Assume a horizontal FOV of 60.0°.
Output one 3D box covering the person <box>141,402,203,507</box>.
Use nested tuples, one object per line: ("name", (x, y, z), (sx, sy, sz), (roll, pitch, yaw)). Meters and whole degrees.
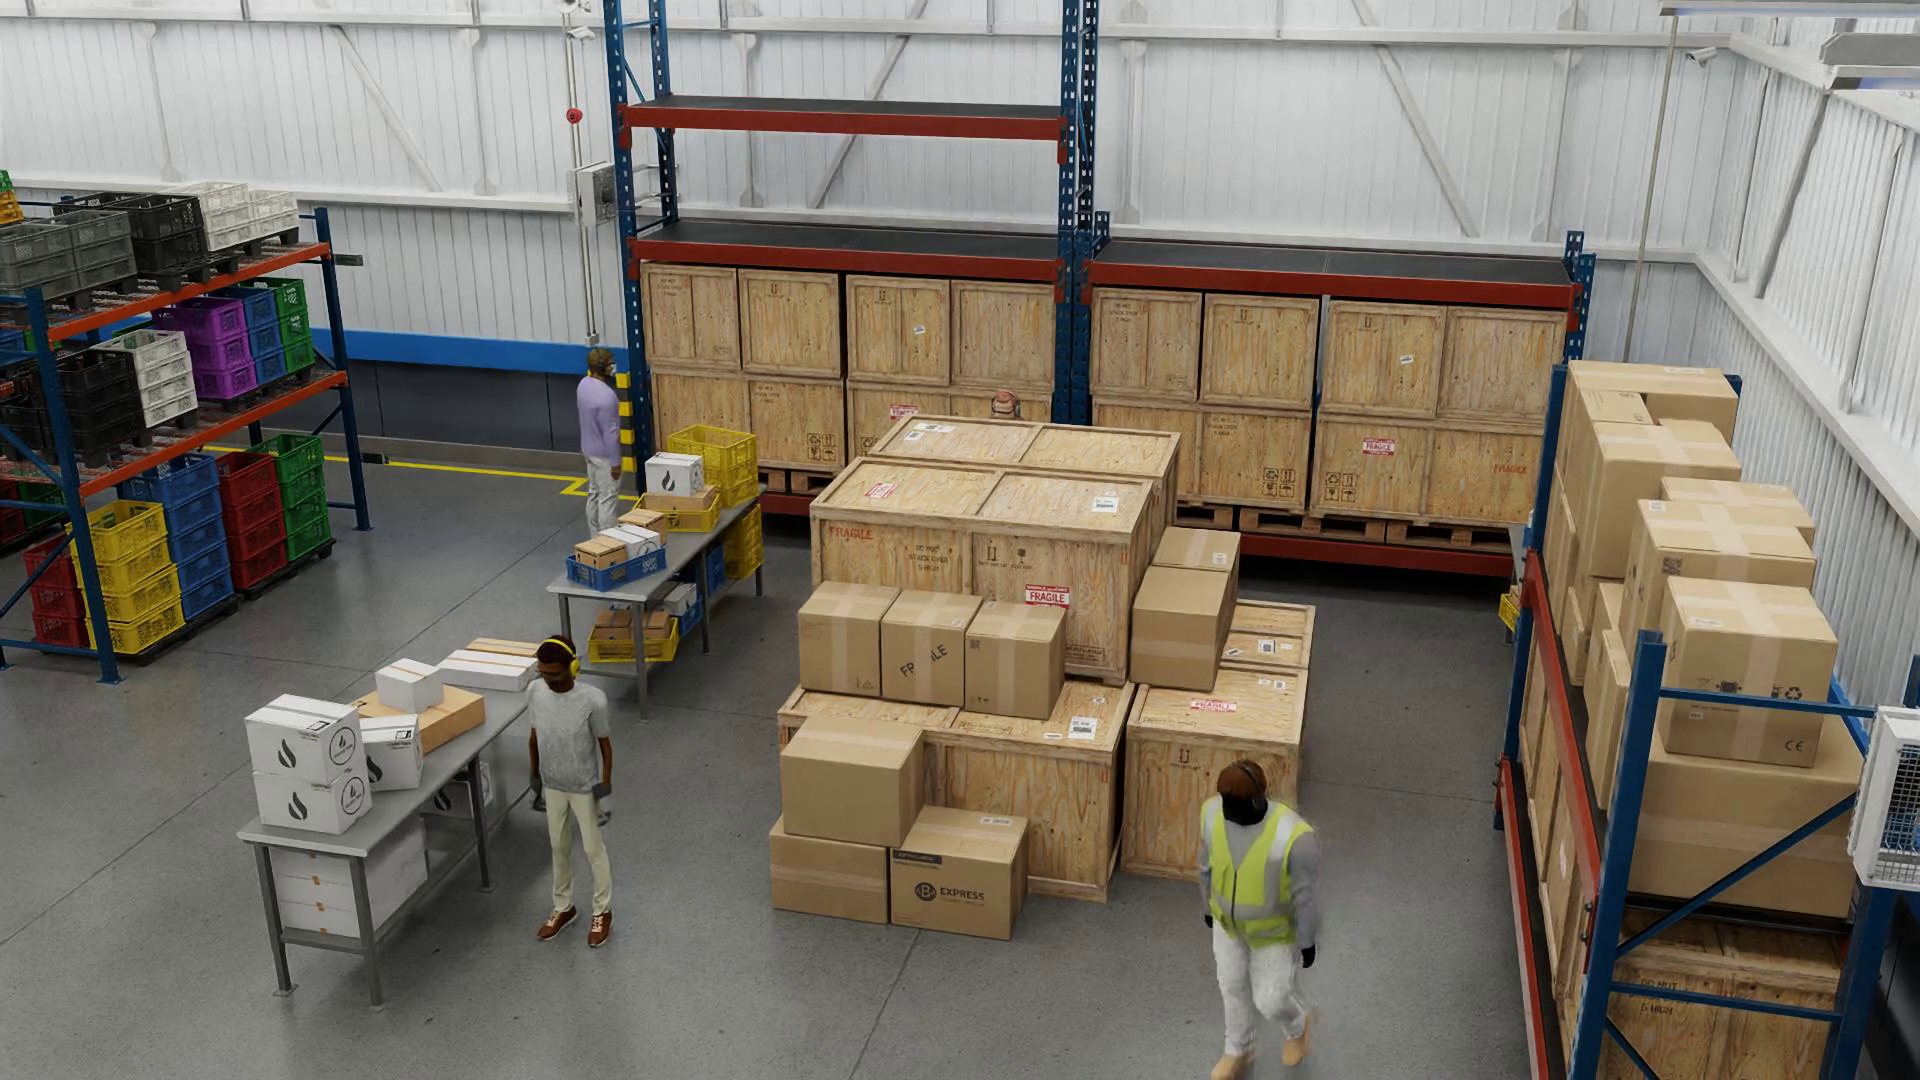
("person", (-7.181, -0.904, 15.154), (0.567, 1.877, 0.350), (-14, 25, -33))

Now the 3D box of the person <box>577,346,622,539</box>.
("person", (-3.146, -0.758, 14.672), (0.375, 1.939, 0.628), (-13, 24, -30))

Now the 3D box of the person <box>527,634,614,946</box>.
("person", (-2.157, 1.376, 9.194), (0.519, 1.865, 0.326), (5, 22, 14))

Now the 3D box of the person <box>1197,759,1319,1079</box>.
("person", (1.439, 1.836, 8.068), (0.645, 1.812, 0.572), (17, 27, 38))
